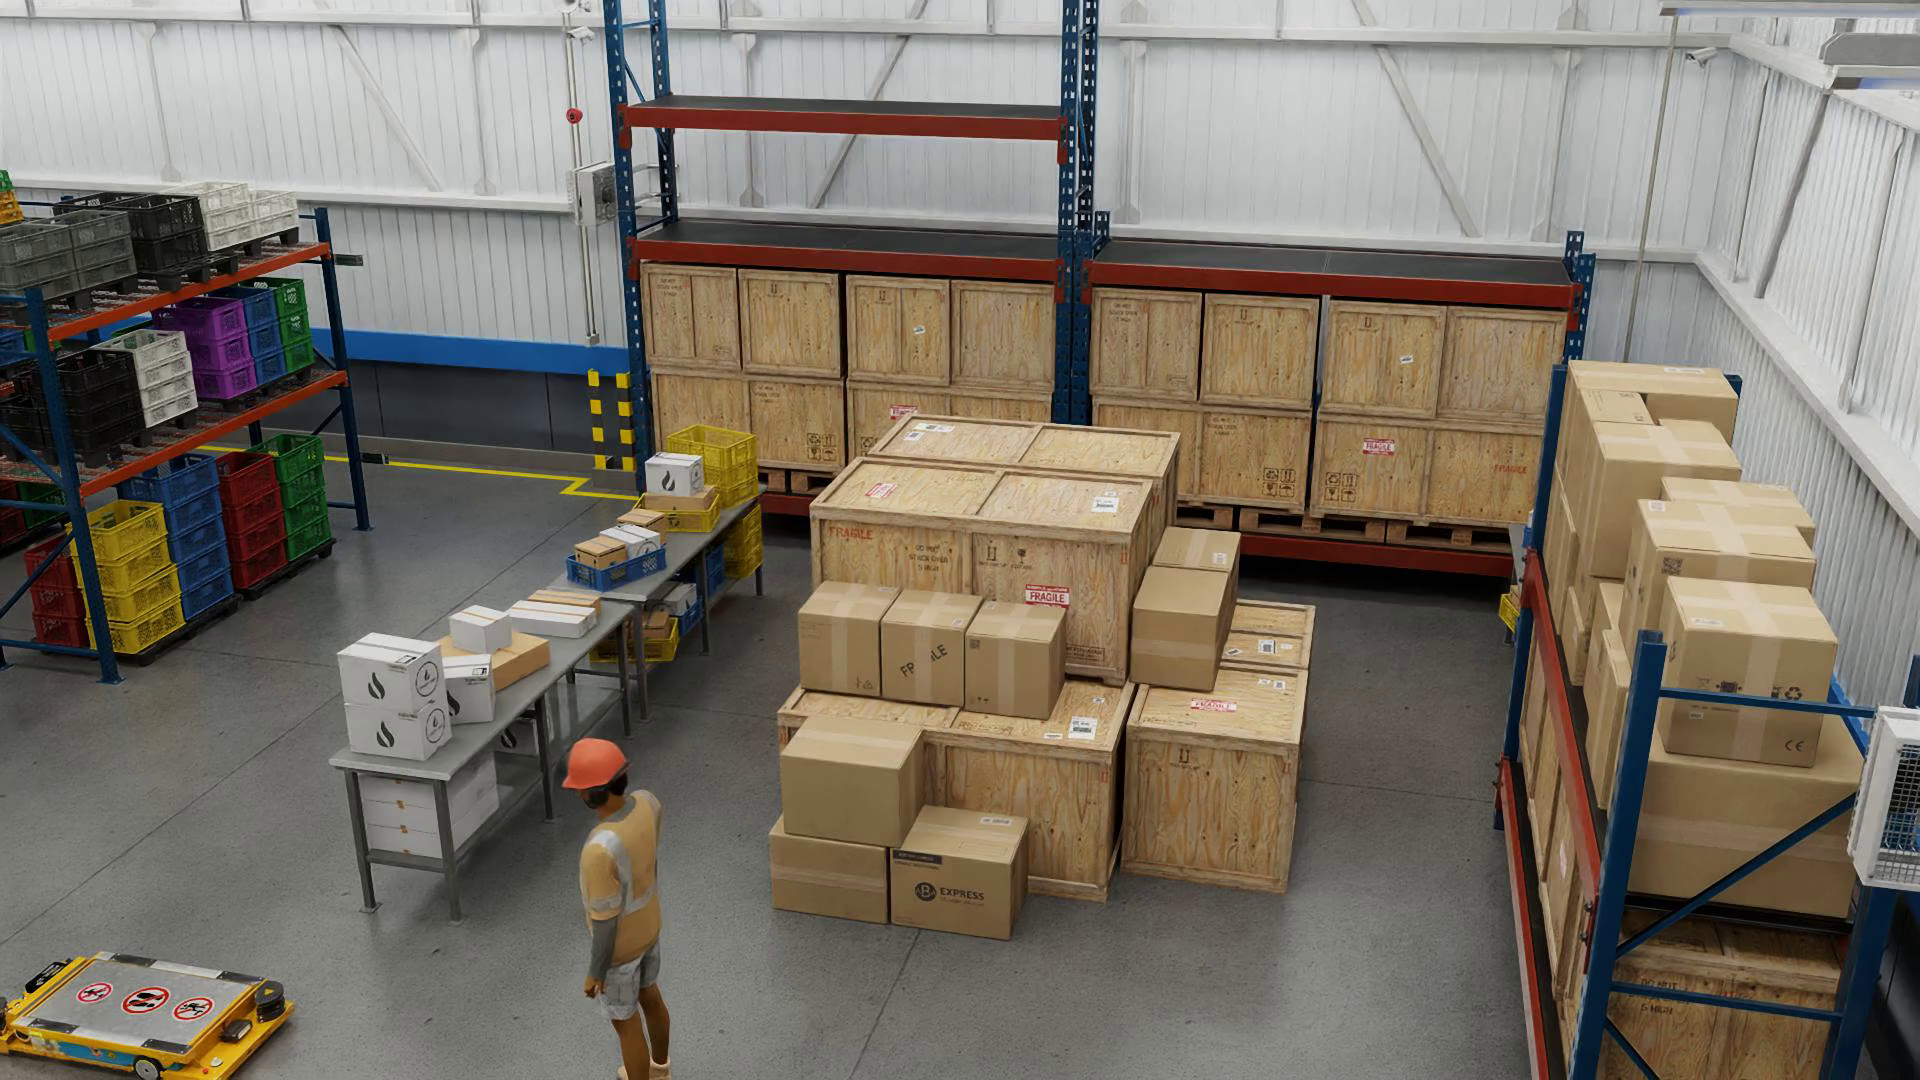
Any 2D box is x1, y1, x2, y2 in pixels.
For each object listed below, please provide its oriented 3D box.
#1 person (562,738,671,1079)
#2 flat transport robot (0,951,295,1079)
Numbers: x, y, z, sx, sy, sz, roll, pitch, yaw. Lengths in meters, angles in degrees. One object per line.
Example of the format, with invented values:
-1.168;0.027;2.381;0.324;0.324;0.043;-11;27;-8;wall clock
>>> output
-1.595;1.840;7.765;0.387;2.034;0.604;5;22;13;person
-4.270;2.464;8.601;1.431;0.231;0.659;5;22;13;flat transport robot
